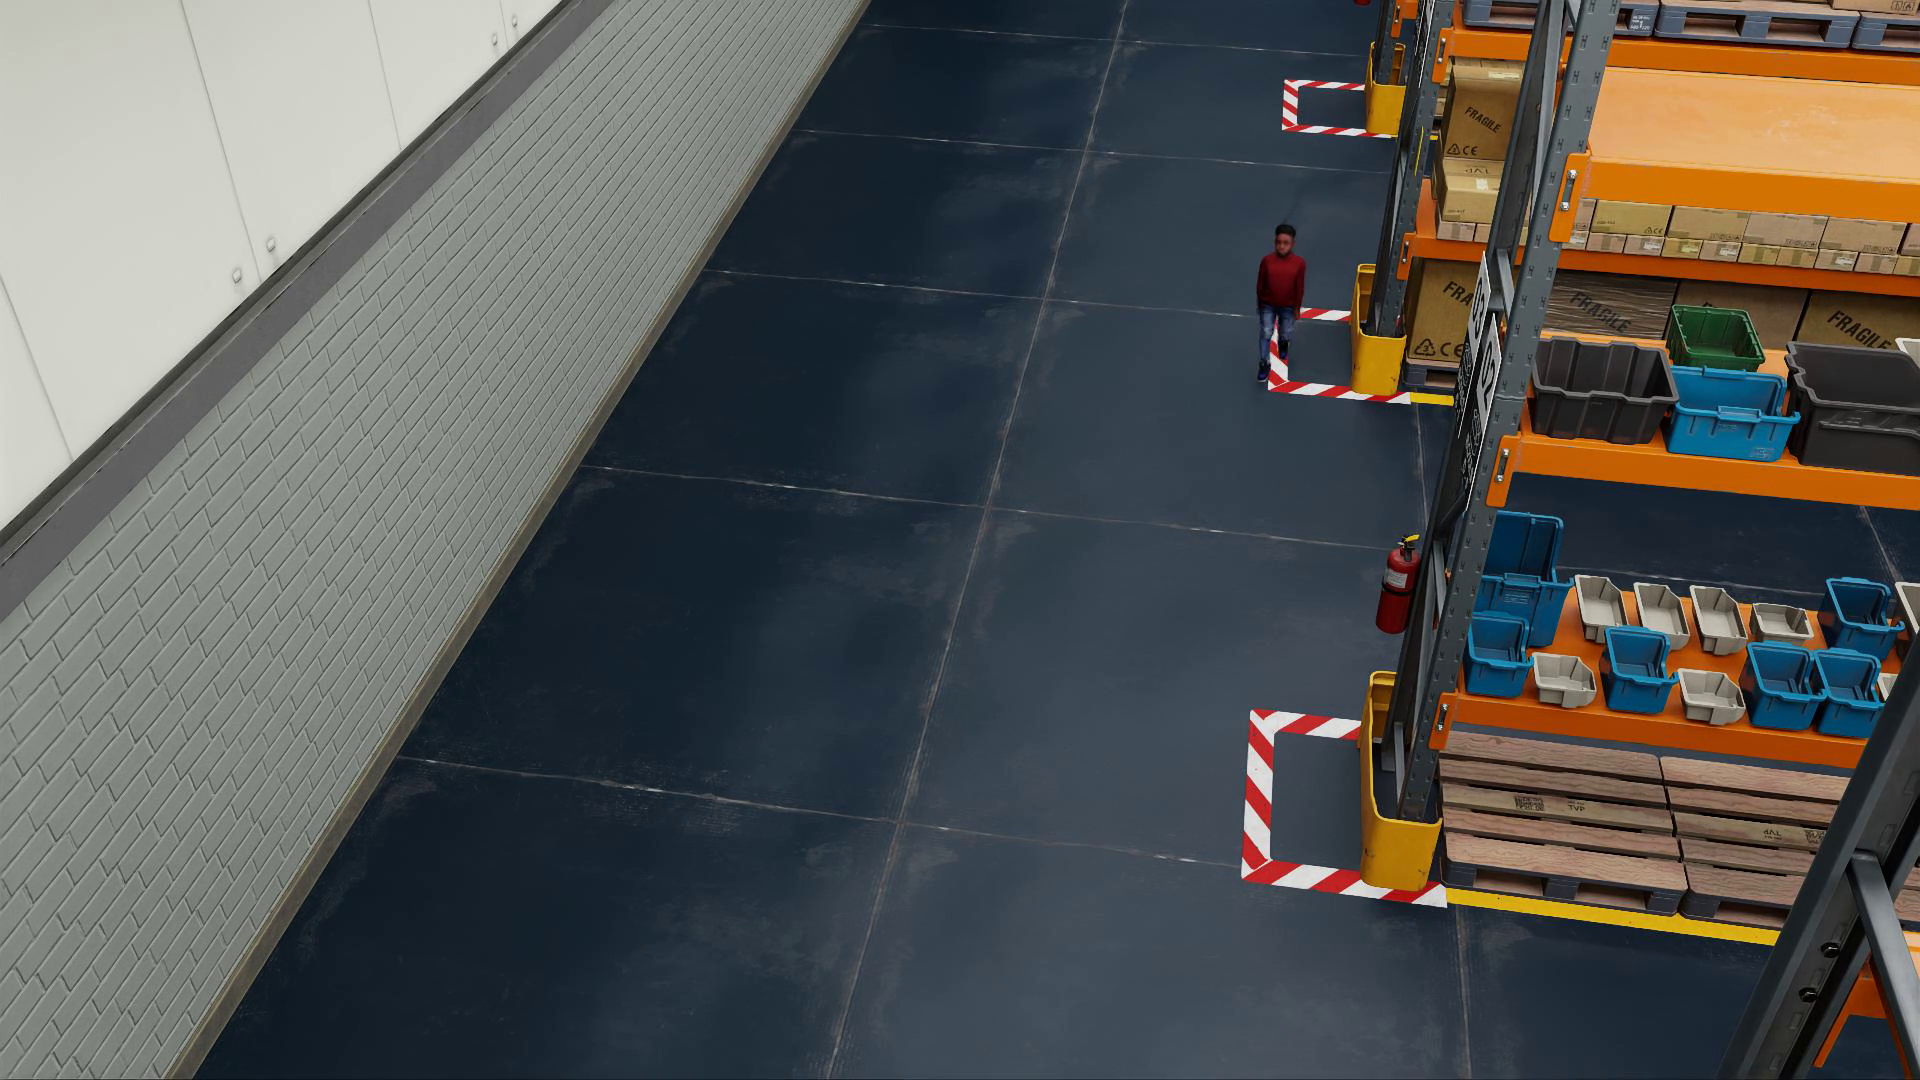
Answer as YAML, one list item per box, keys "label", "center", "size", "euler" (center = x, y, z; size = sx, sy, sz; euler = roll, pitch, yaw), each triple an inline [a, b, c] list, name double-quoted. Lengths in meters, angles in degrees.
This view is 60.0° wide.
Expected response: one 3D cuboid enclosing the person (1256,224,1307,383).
- label: "person"
  center: [2.427, -1.834, 12.621]
  size: [0.642, 1.248, 0.601]
  euler: [10, 38, 12]
